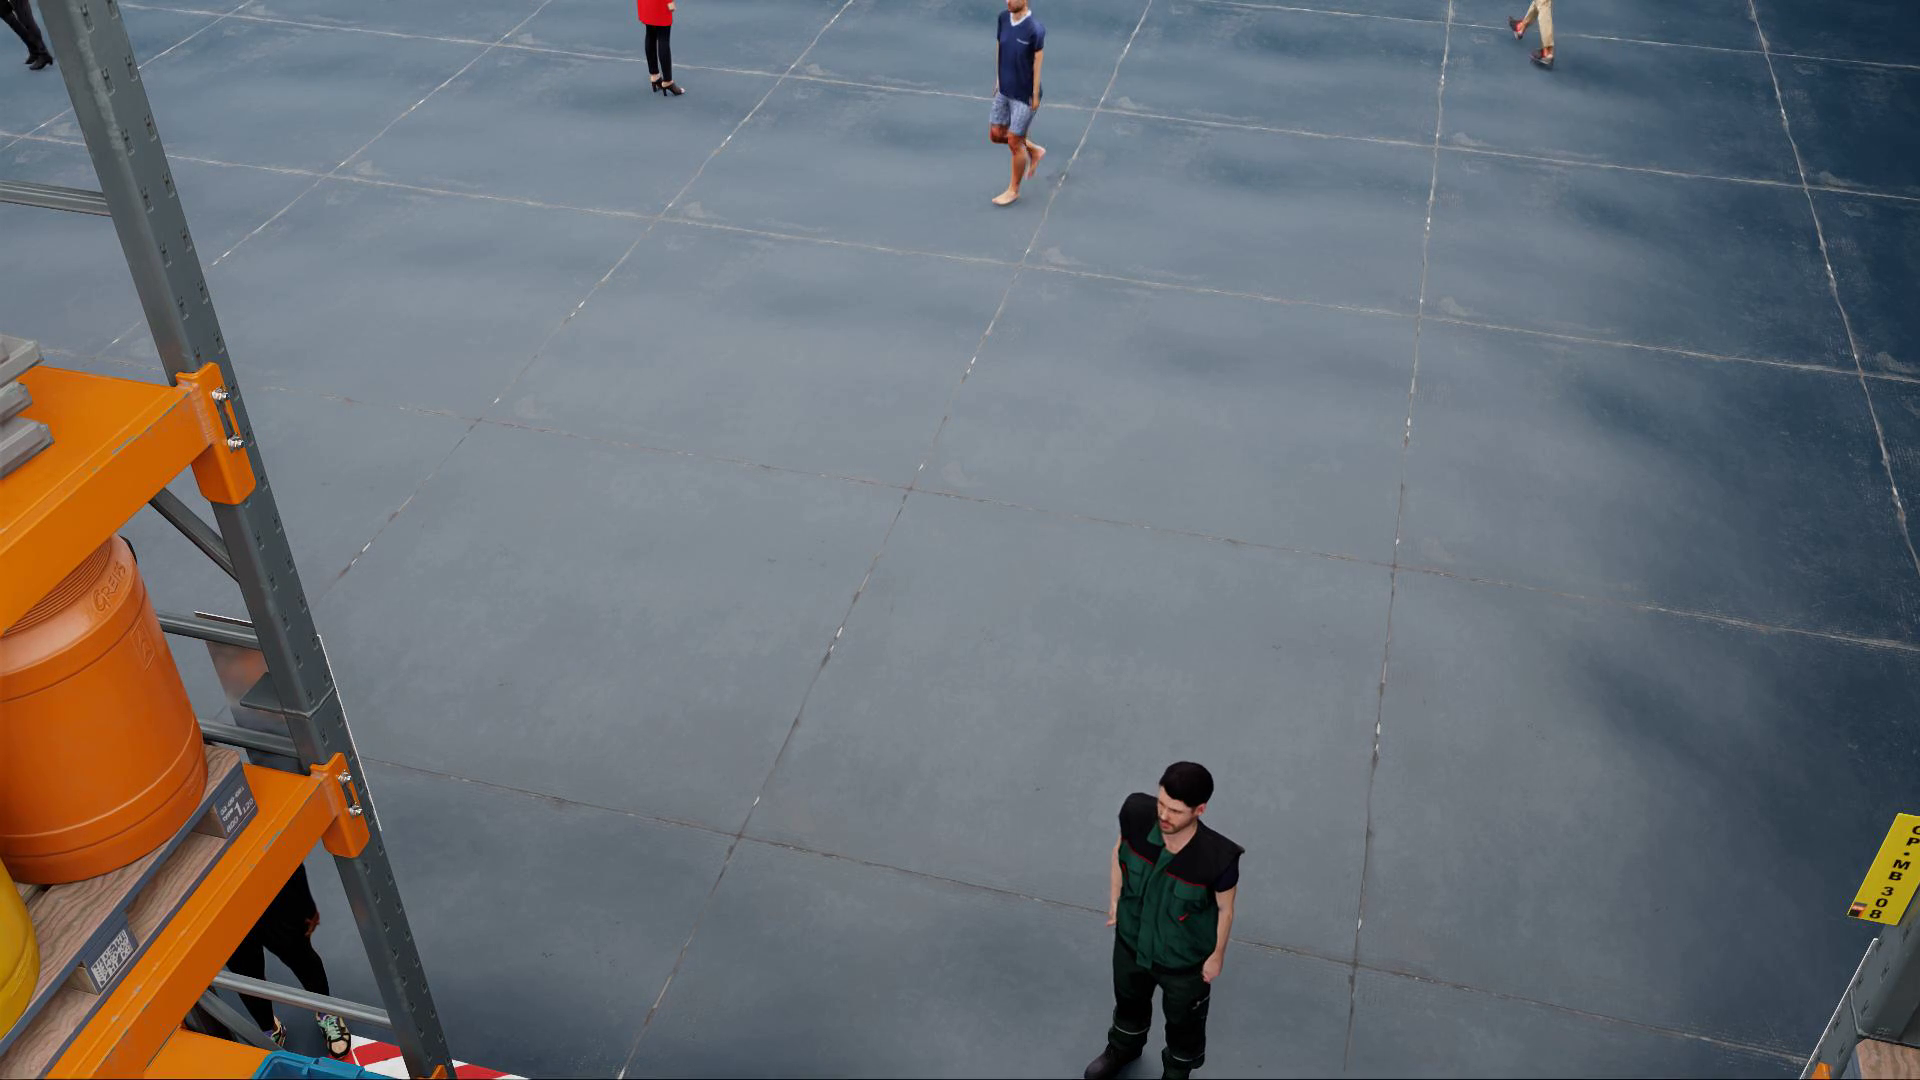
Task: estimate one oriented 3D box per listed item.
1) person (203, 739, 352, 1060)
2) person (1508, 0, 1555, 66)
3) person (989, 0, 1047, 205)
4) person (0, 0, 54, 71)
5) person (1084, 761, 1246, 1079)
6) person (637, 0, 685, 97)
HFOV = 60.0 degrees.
[{"bbox_3d":[-2.863,1.474,6.721,0.708,1.808,0.732,-14,40,-17],"label":"person"},{"bbox_3d":[5.510,-5.316,15.406,1.044,1.801,1.217,-12,40,-15],"label":"person"},{"bbox_3d":[0.517,-3.578,13.160,0.981,1.831,0.879,-29,46,-31],"label":"person"},{"bbox_3d":[-8.683,-5.137,15.357,0.737,1.578,0.695,-23,44,-27],"label":"person"},{"bbox_3d":[0.812,1.553,6.546,0.740,1.899,0.703,24,44,27],"label":"person"},{"bbox_3d":[-2.725,-4.841,14.838,0.768,1.751,0.728,-29,46,-32],"label":"person"}]
